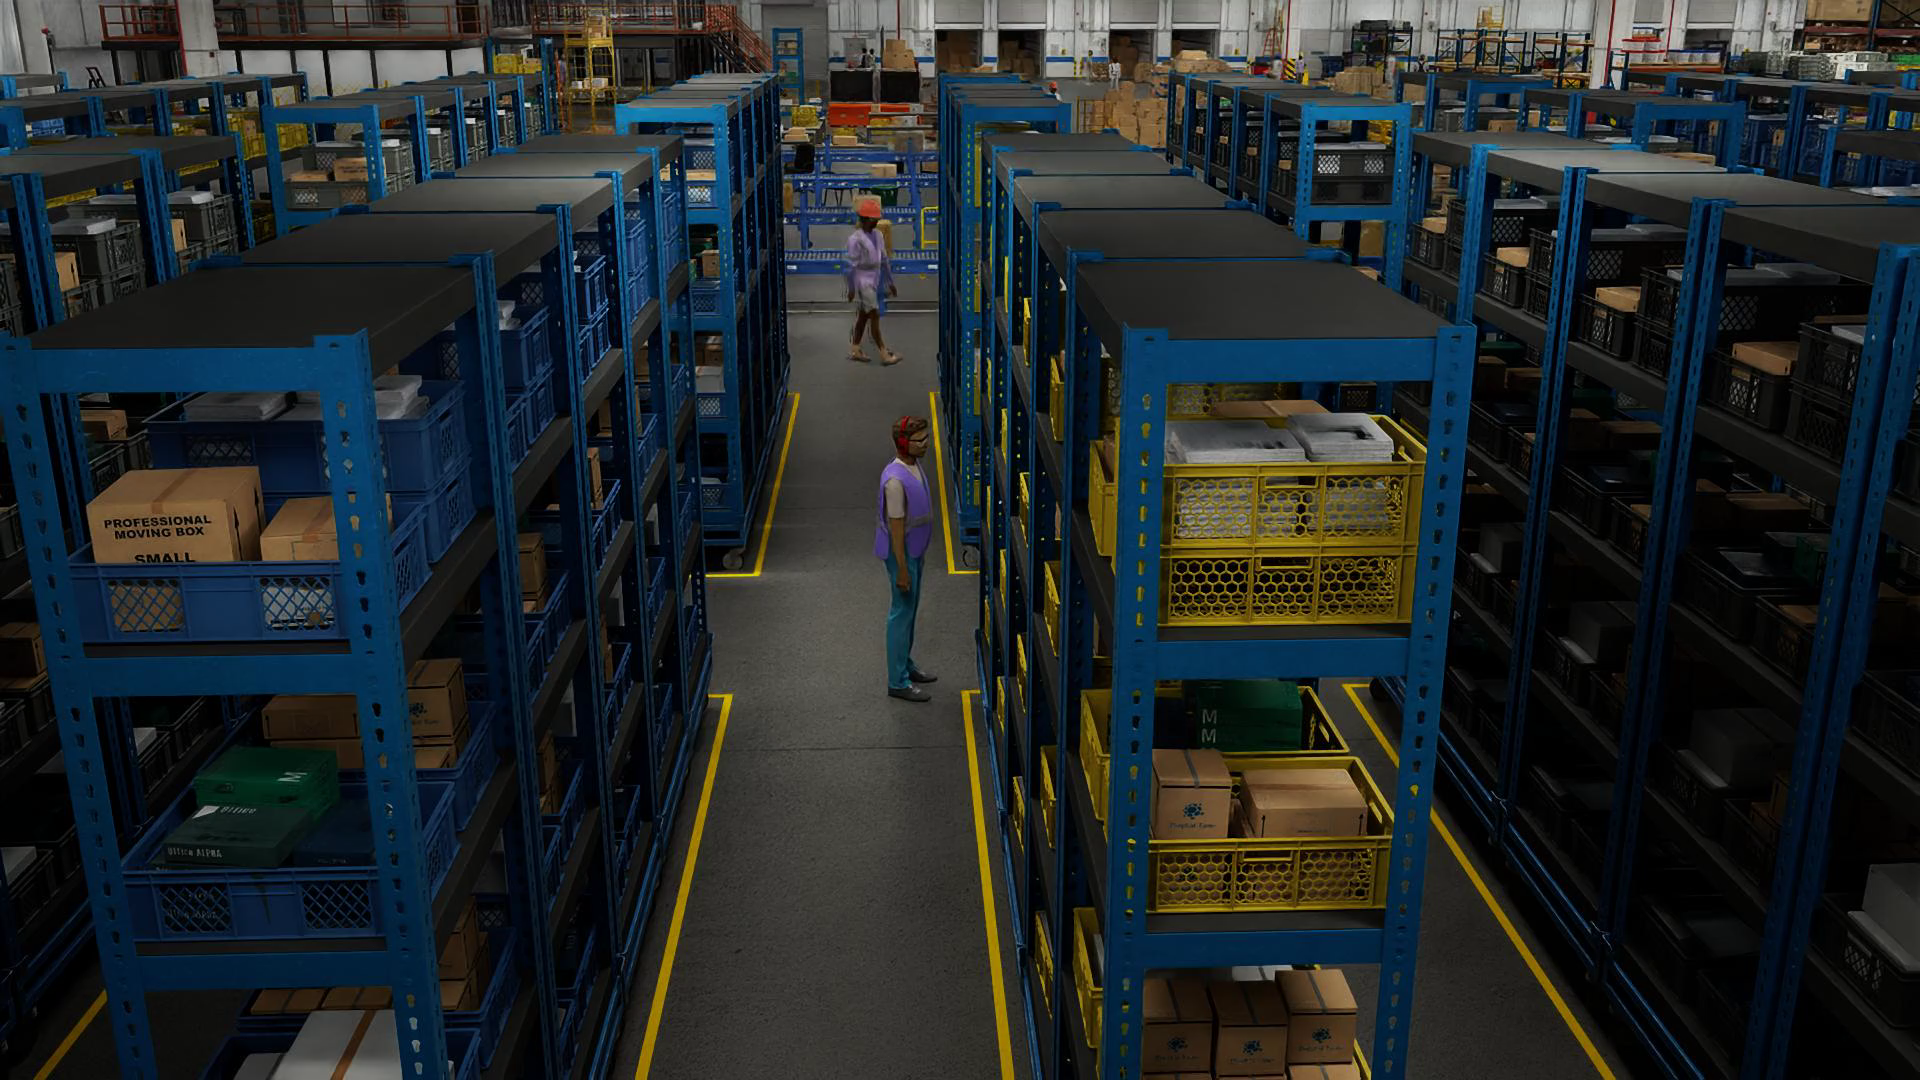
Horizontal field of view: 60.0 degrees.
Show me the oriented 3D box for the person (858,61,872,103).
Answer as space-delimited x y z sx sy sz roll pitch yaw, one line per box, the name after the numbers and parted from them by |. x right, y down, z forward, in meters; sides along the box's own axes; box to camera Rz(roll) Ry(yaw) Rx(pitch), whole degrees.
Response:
-4.102 -19.783 72.114 0.614 1.857 1.020 -2 18 -6 | person

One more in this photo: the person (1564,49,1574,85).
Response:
33.033 -25.721 90.407 0.421 1.910 0.594 -9 20 -27 | person

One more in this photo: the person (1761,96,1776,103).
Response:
31.220 -17.136 64.308 0.622 1.619 0.526 -6 19 -19 | person

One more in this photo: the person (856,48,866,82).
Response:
-5.520 -26.739 93.654 0.939 1.864 0.612 -9 20 -27 | person

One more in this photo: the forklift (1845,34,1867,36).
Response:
44.081 -23.568 82.196 1.129 2.768 1.873 -1 18 -2 | forklift

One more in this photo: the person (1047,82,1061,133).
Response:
2.827 -13.024 50.992 0.615 1.988 0.400 -8 20 -24 | person

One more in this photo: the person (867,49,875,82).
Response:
-4.980 -26.520 93.044 0.528 1.836 0.679 9 20 25 | person

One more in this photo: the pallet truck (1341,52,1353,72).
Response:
18.794 -23.123 82.231 0.823 1.965 1.885 -13 22 -35 | pallet truck

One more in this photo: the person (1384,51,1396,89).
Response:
22.189 -24.294 86.008 0.631 1.901 0.667 -5 19 -15 | person

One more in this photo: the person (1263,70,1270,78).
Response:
11.547 -16.599 62.212 0.505 1.889 0.575 -12 22 -33 | person

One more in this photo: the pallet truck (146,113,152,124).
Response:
-18.087 -8.309 36.390 1.885 1.965 0.823 -1 18 -4 | pallet truck

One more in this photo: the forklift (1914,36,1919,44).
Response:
50.112 -25.109 86.965 1.129 2.768 1.873 -7 19 -21 | forklift

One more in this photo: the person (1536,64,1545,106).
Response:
24.098 -18.861 69.273 0.512 1.859 0.321 -10 20 -28 | person

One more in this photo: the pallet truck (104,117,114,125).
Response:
-18.367 -7.885 35.078 1.885 1.965 0.823 1 18 2 | pallet truck

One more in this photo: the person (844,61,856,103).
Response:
-4.734 -19.640 71.620 0.559 1.903 0.959 -10 21 -29 | person

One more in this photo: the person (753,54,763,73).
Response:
-10.342 -23.947 85.046 0.533 1.833 0.603 -5 19 -14 | person

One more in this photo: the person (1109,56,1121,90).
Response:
7.314 -21.904 78.662 0.574 1.877 0.354 -5 19 -16 | person

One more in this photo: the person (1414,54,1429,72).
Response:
21.442 -21.565 77.341 0.685 2.000 0.535 7 19 20 | person

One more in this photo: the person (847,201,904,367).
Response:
-1.012 -3.129 20.359 0.976 2.003 0.613 10 20 28 | person

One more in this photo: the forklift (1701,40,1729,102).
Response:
30.988 -19.149 68.519 1.129 2.768 1.873 -1 18 -2 | forklift

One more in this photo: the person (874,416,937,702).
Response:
-0.350 0.105 10.594 0.380 1.845 0.570 2 18 7 | person

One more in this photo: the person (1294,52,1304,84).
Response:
17.102 -23.582 83.782 0.588 1.922 0.395 -9 20 -27 | person

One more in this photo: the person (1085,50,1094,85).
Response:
7.043 -25.505 89.840 0.580 1.850 0.503 8 19 22 | person

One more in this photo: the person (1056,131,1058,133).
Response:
2.025 -8.278 36.913 0.536 1.608 0.389 -2 18 -6 | person

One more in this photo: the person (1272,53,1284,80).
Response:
15.589 -22.821 81.404 0.518 1.925 0.639 -14 23 -38 | person
